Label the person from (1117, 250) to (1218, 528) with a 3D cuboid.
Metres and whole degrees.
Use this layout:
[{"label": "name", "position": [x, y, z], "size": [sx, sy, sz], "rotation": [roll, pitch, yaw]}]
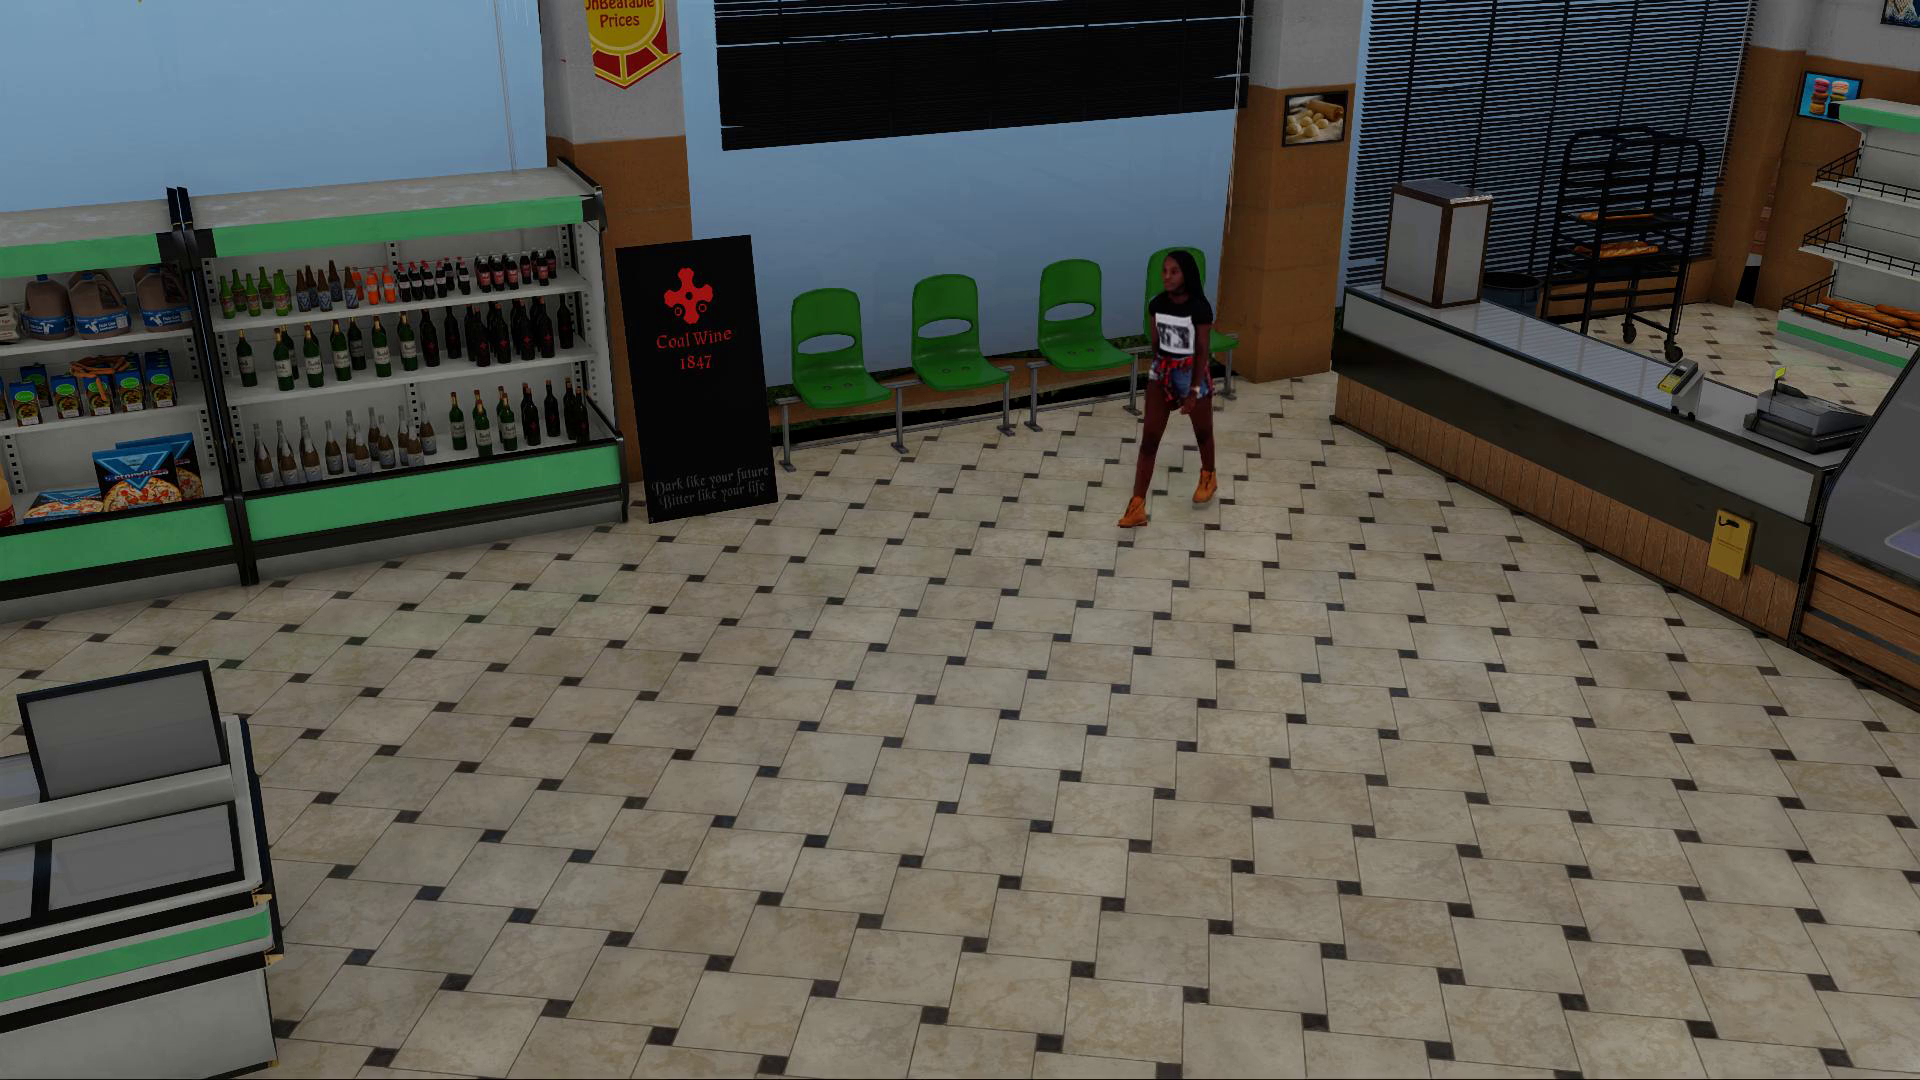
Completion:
[{"label": "person", "position": [1.388, -0.918, 10.148], "size": [1.072, 1.664, 1.307], "rotation": [14, 27, 29]}]
